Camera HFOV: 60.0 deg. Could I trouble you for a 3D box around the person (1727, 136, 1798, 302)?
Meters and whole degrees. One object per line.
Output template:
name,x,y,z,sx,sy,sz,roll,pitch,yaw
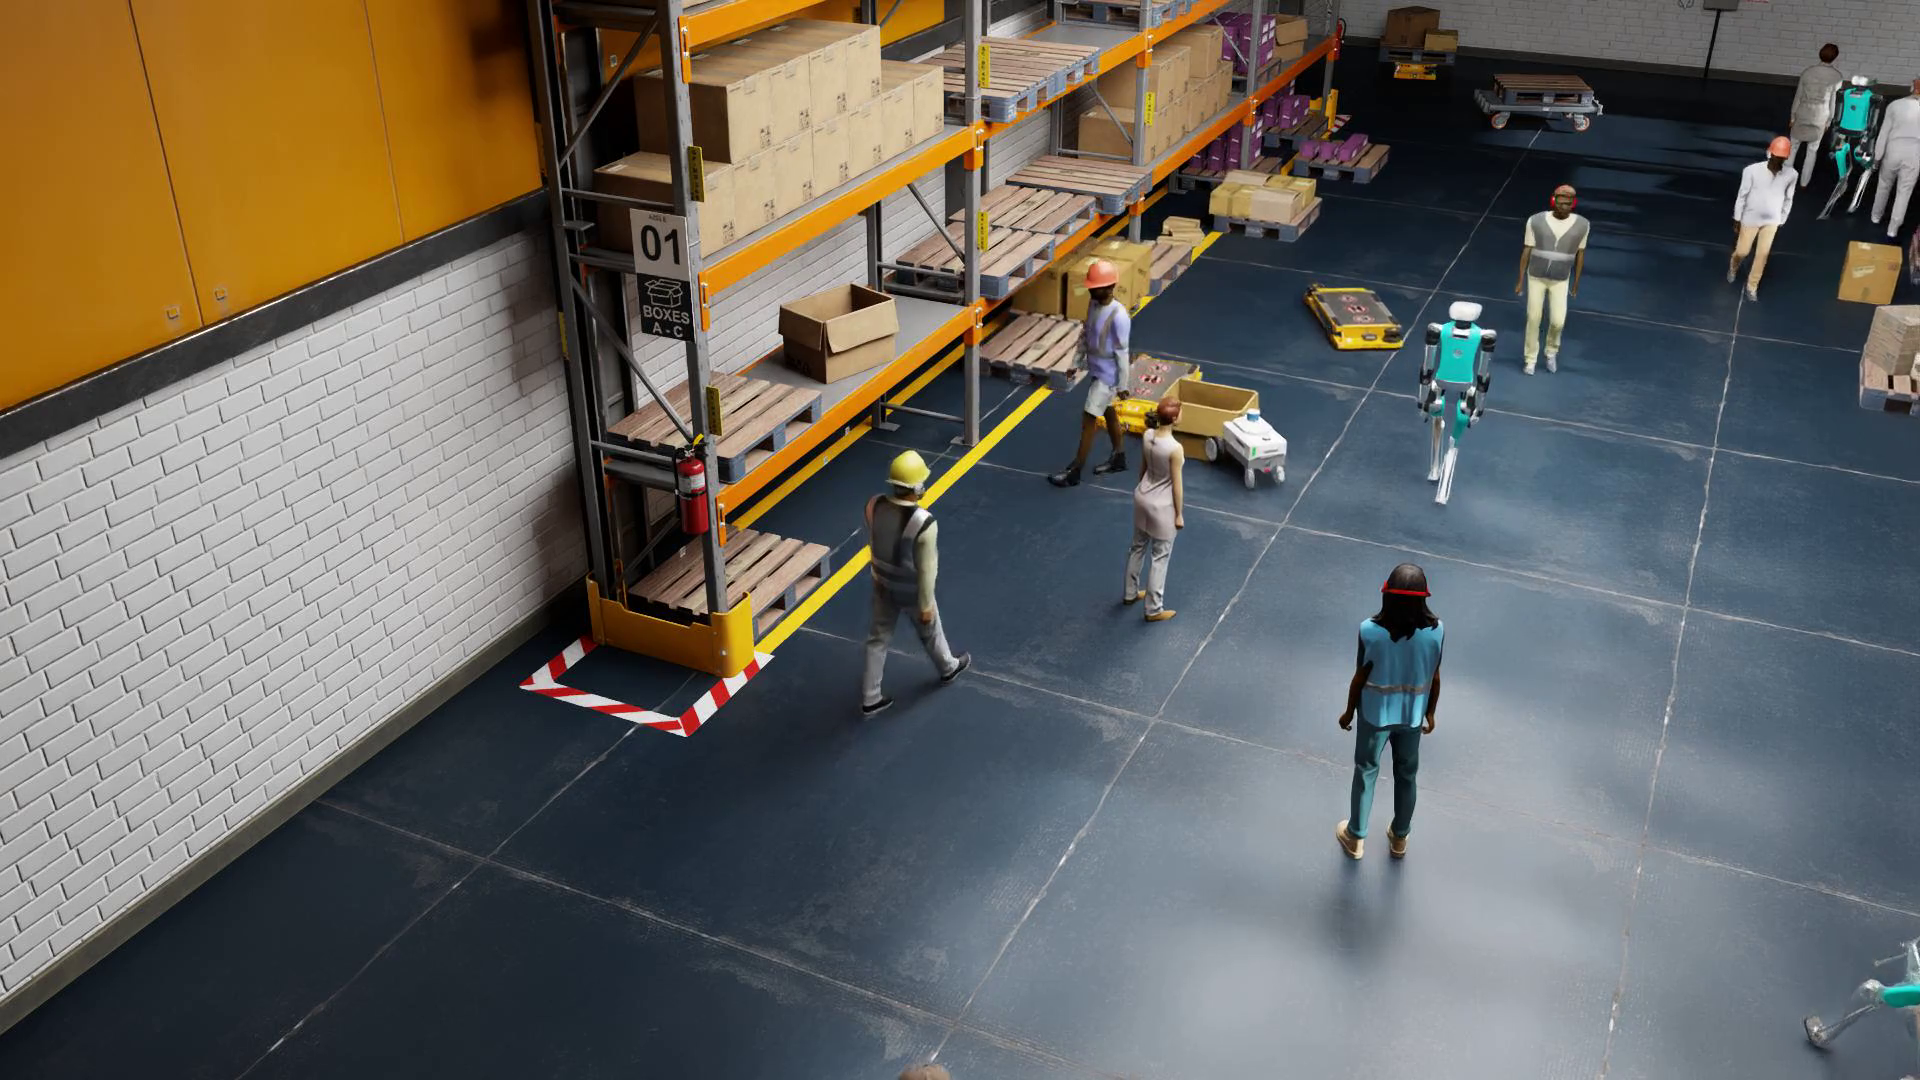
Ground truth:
person,8.422,-3.412,17.507,0.570,1.733,0.515,5,29,10

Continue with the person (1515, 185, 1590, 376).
person,5.515,-2.433,15.594,0.582,1.827,0.461,8,29,14

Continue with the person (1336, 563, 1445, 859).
person,2.394,0.973,9.243,0.528,1.866,0.389,1,28,1

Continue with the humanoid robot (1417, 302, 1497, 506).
humanoid robot,3.940,-1.145,13.306,0.532,1.734,0.981,9,30,17

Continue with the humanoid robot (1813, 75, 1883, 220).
humanoid robot,10.739,-4.703,19.920,0.868,1.786,0.545,-21,35,-34

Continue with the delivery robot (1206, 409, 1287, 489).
delivery robot,2.423,-0.813,13.949,0.499,0.608,0.784,-9,30,-16

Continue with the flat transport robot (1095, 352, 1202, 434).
flat transport robot,1.731,-1.342,15.216,0.659,0.231,1.431,10,30,19

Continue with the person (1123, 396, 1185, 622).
person,1.387,-0.228,11.702,0.318,1.649,0.456,-16,32,-27

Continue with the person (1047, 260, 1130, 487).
person,1.050,-1.347,13.507,0.858,1.907,0.547,-8,29,-14

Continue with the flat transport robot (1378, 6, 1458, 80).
flat transport robot,7.423,-7.751,27.101,0.659,0.231,1.431,7,29,12

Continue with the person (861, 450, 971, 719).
person,-0.332,0.250,10.671,0.613,1.777,0.936,21,34,33

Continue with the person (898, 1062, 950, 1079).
person,-0.136,2.667,6.332,0.350,1.654,0.537,1,28,2

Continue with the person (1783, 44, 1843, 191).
person,10.738,-5.316,20.958,0.516,1.823,0.364,13,31,23

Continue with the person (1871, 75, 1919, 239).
person,11.017,-4.483,19.382,0.666,1.856,1.013,13,31,23

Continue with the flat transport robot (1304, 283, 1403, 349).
flat transport robot,4.005,-2.284,16.964,0.659,0.231,1.431,-1,28,-3

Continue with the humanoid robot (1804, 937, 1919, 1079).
humanoid robot,4.505,1.878,7.770,0.550,1.834,0.879,-19,34,-32
